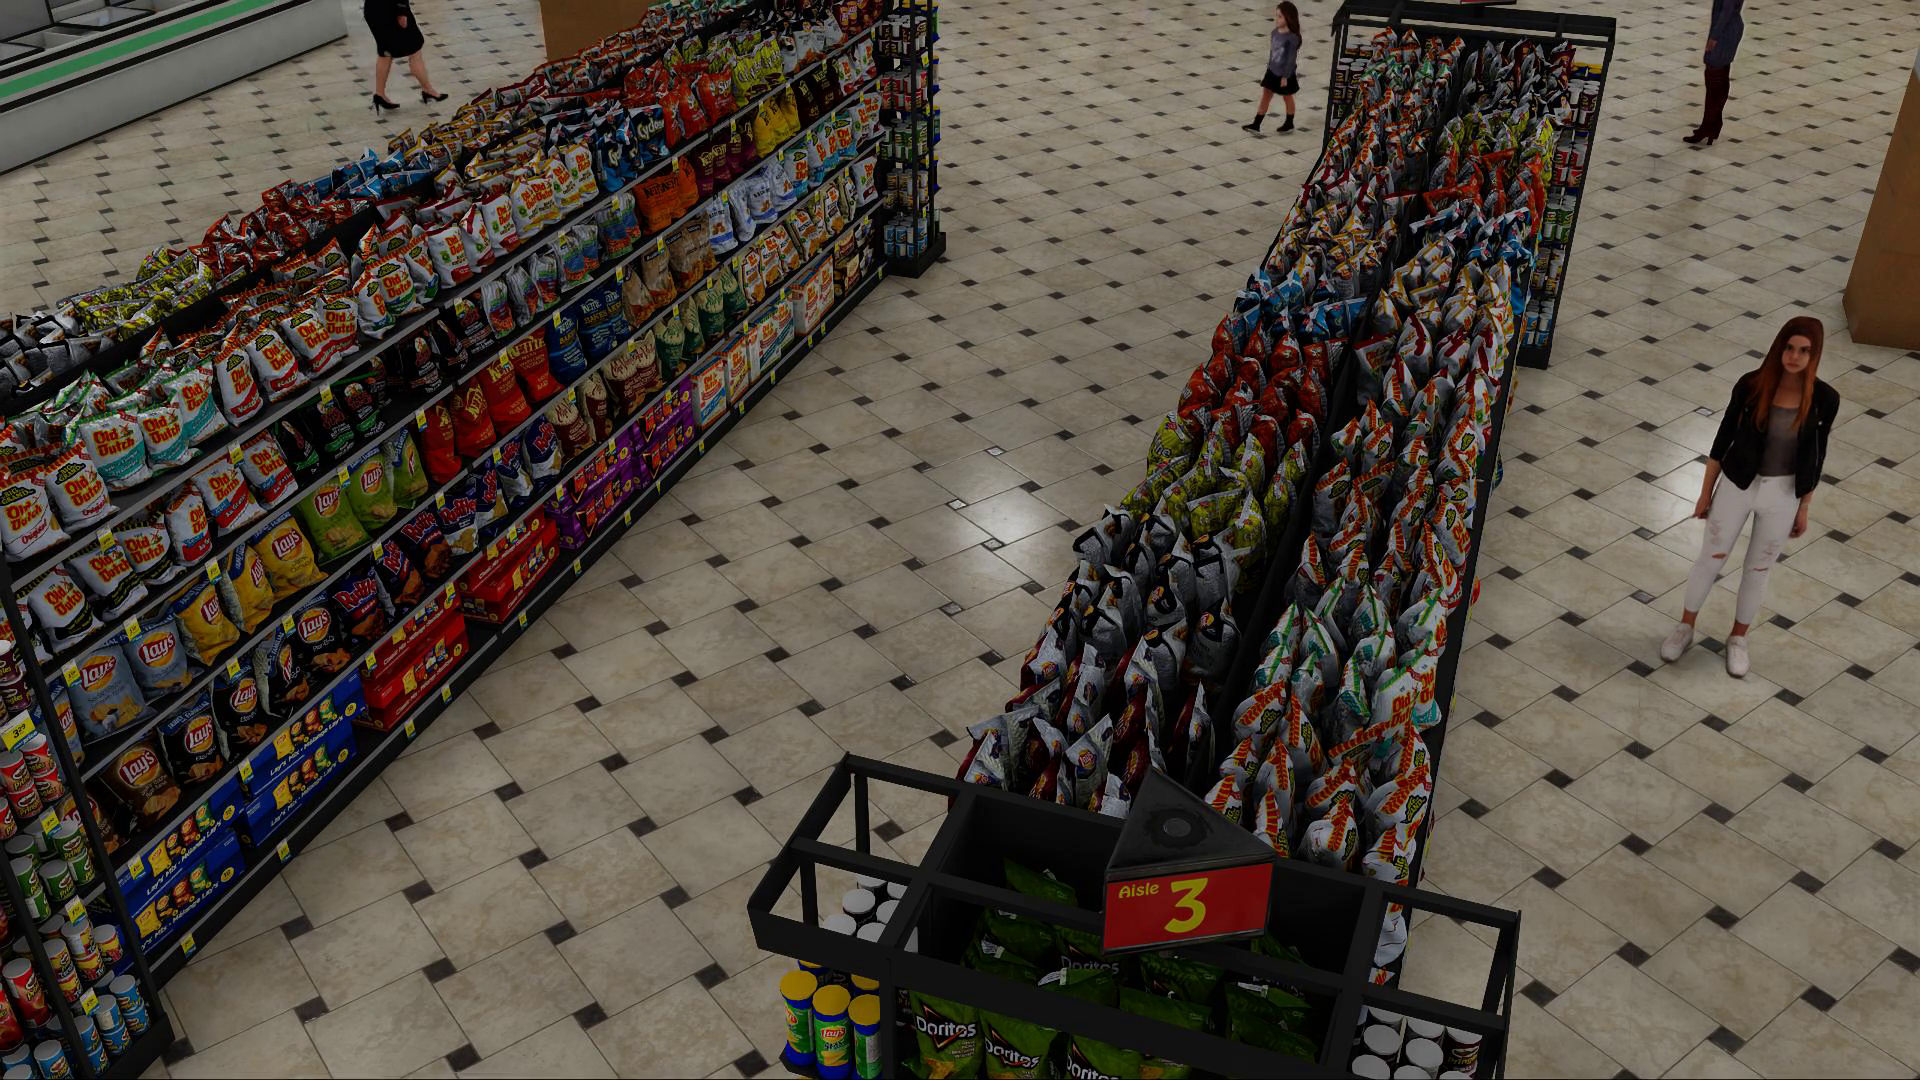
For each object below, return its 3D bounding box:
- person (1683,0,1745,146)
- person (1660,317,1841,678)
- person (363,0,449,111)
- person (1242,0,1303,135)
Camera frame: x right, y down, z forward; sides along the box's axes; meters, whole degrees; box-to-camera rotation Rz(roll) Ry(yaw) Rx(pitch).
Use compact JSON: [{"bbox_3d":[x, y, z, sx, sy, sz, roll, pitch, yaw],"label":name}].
[{"bbox_3d":[6.192,-4.078,13.466,0.716,1.710,0.564,24,39,33],"label":"person"},{"bbox_3d":[3.463,-0.190,7.224,0.620,1.703,0.535,13,34,20],"label":"person"},{"bbox_3d":[-4.905,-4.447,14.116,0.912,1.649,1.030,26,41,36],"label":"person"},{"bbox_3d":[2.709,-3.891,13.760,0.799,1.082,0.701,-20,37,-29],"label":"person"}]
